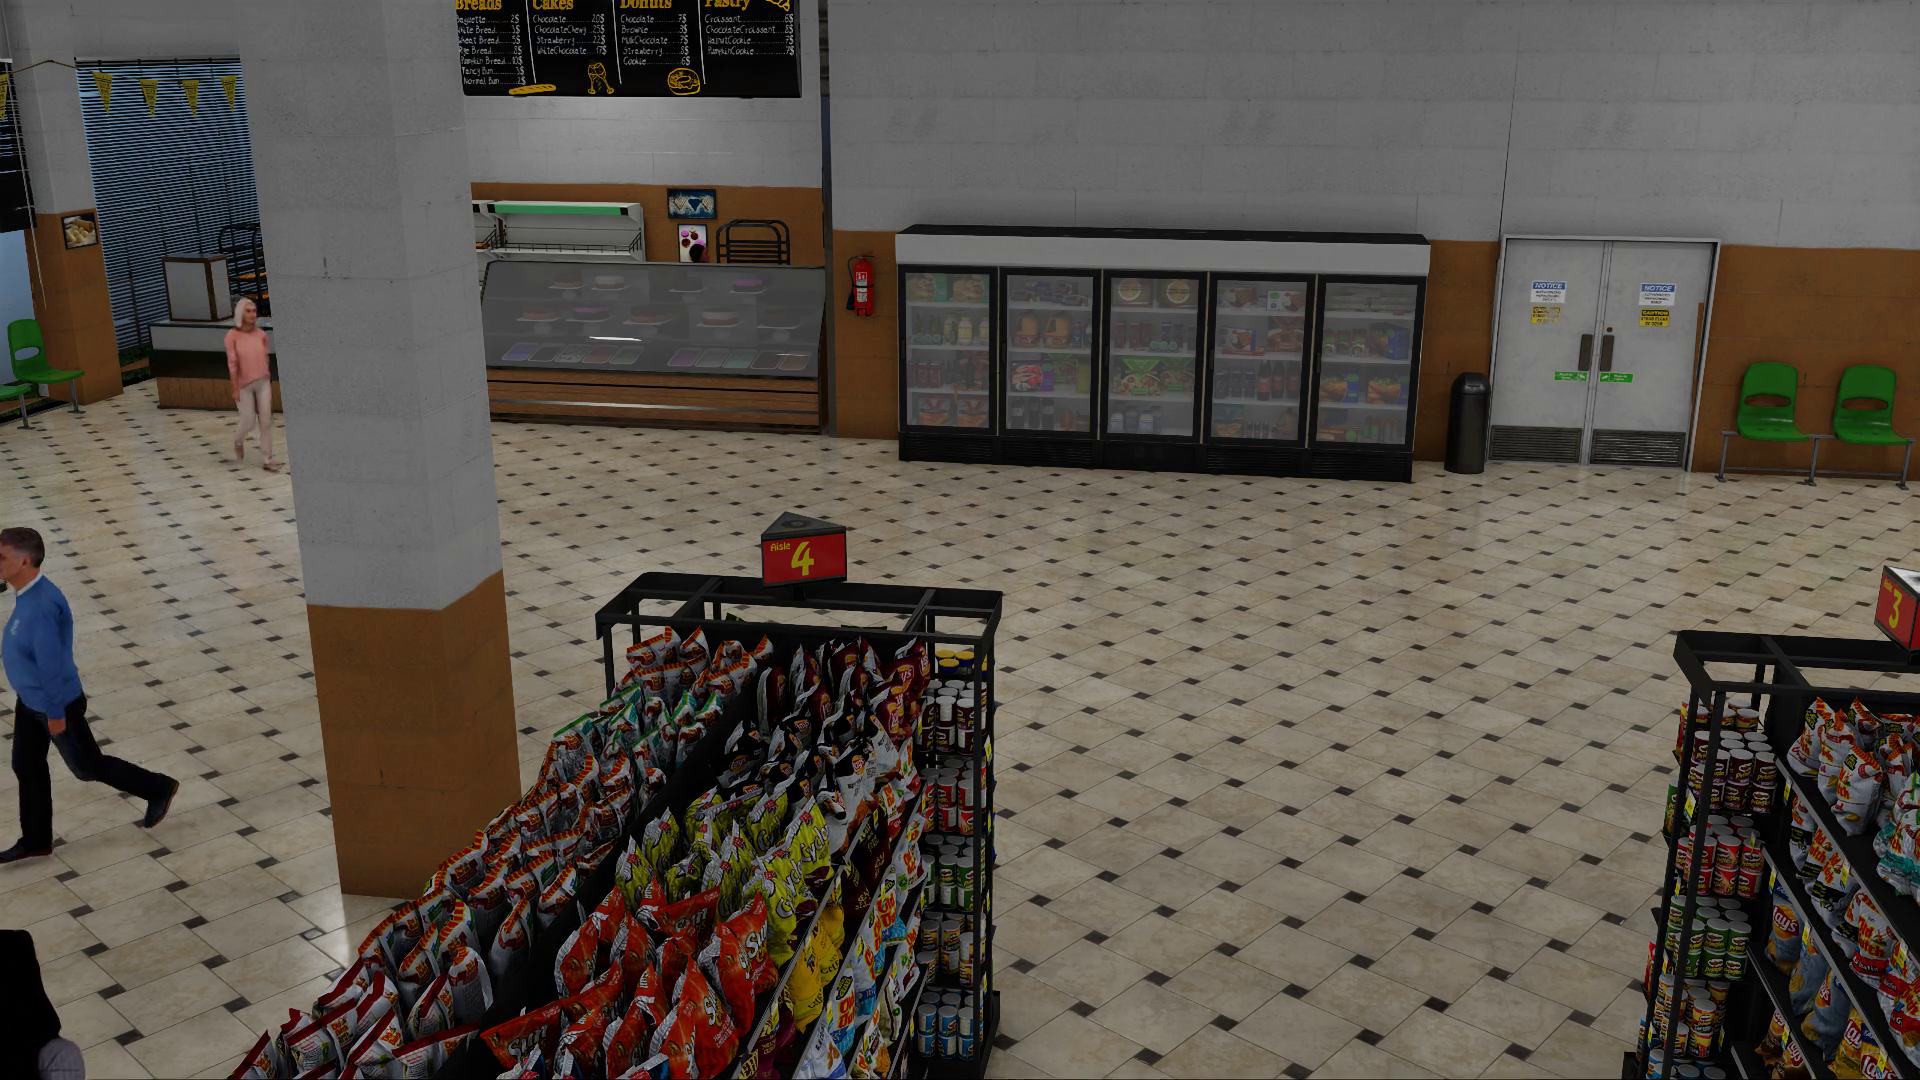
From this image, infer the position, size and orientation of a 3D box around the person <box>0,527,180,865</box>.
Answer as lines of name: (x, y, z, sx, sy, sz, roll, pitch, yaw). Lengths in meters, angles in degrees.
person: (-4.642, 0.793, 8.672, 1.250, 1.787, 1.115, -15, 22, -40)

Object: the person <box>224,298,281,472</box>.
person: (-7.051, -1.534, 16.465, 0.912, 1.712, 0.914, 14, 22, 39)
